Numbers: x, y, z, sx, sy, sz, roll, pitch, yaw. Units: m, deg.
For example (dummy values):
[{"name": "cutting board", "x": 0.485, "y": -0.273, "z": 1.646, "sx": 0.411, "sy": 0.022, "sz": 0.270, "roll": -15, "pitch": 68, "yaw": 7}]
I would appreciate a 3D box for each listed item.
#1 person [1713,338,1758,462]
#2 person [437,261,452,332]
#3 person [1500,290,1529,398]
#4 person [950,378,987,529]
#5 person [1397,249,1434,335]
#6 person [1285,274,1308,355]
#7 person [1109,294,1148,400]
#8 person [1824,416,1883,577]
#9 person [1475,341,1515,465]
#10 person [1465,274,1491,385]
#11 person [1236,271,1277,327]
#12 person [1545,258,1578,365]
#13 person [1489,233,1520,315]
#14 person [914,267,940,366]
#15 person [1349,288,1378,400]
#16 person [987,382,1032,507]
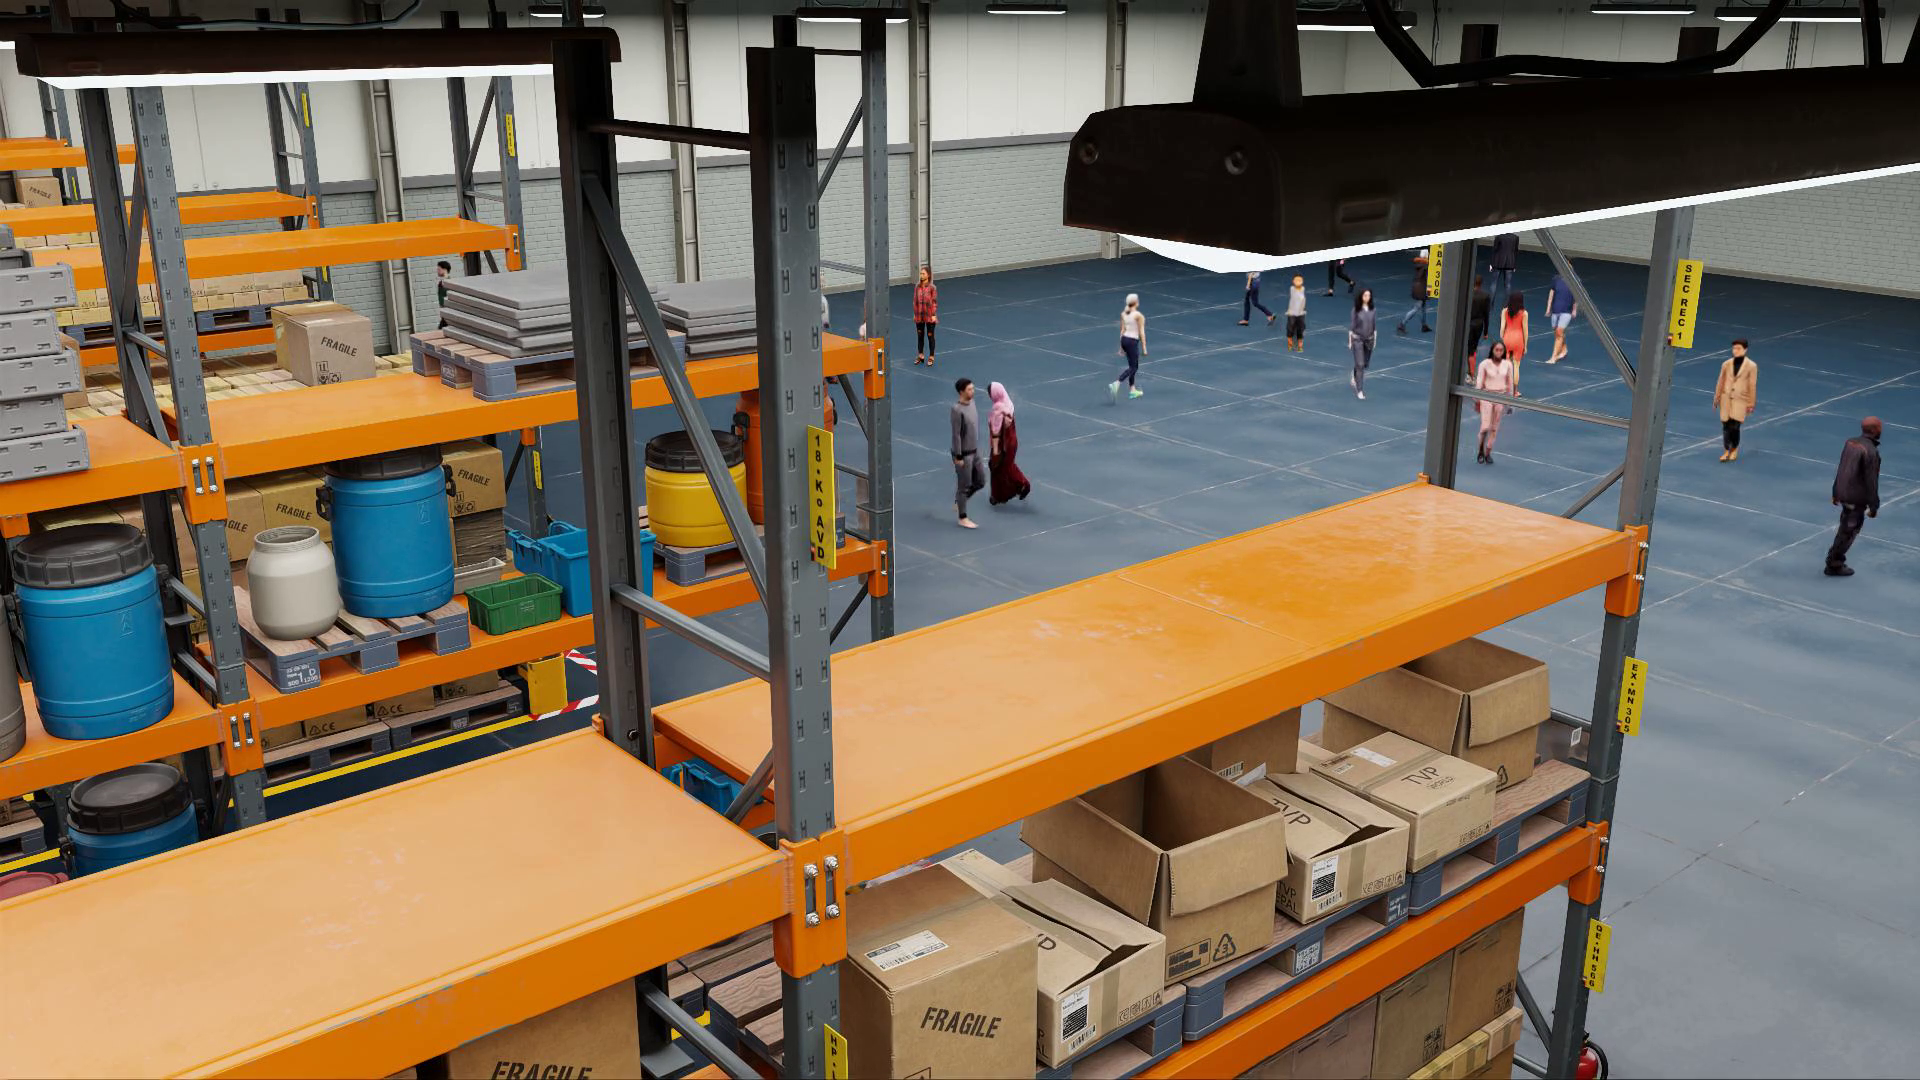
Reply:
[{"name": "person", "x": 10.683, "y": -1.928, "z": 22.824, "sx": 0.639, "sy": 1.716, "sz": 0.662, "roll": -14, "pitch": 23, "yaw": -37}, {"name": "person", "x": -8.565, "y": -3.789, "z": 28.326, "sx": 1.273, "sy": 1.847, "sz": 0.727, "roll": -17, "pitch": 24, "yaw": -41}, {"name": "person", "x": 8.804, "y": -3.123, "z": 26.489, "sx": 0.651, "sy": 1.719, "sz": 0.634, "roll": 10, "pitch": 21, "yaw": 29}, {"name": "person", "x": -0.002, "y": -1.061, "z": 19.981, "sx": 0.866, "sy": 1.827, "sz": 0.728, "roll": 10, "pitch": 20, "yaw": 27}, {"name": "person", "x": 8.631, "y": -4.671, "z": 31.431, "sx": 1.135, "sy": 1.602, "sz": 0.942, "roll": -3, "pitch": 18, "yaw": -10}, {"name": "person", "x": 6.076, "y": -4.166, "z": 30.153, "sx": 0.939, "sy": 1.434, "sz": 0.968, "roll": 0, "pitch": 18, "yaw": -1}, {"name": "person", "x": 2.637, "y": -3.015, "z": 26.220, "sx": 1.032, "sy": 1.680, "sz": 0.620, "roll": -14, "pitch": 22, "yaw": -36}, {"name": "person", "x": 9.688, "y": -0.474, "z": 18.209, "sx": 0.895, "sy": 1.808, "sz": 0.862, "roll": -1, "pitch": 18, "yaw": -4}, {"name": "person", "x": 7.263, "y": -1.890, "z": 22.722, "sx": 0.755, "sy": 1.707, "sz": 0.827, "roll": 0, "pitch": 18, "yaw": -1}, {"name": "person", "x": 8.483, "y": -3.452, "z": 27.397, "sx": 0.987, "sy": 1.782, "sz": 0.988, "roll": -2, "pitch": 18, "yaw": -7}, {"name": "person", "x": 5.752, "y": -4.922, "z": 32.047, "sx": 0.974, "sy": 1.698, "sz": 1.026, "roll": 6, "pitch": 19, "yaw": 17}, {"name": "person", "x": 10.550, "y": -4.000, "z": 29.039, "sx": 1.168, "sy": 1.807, "sz": 0.671, "roll": -17, "pitch": 24, "yaw": -41}, {"name": "person", "x": 9.871, "y": -5.006, "z": 30.326, "sx": 0.825, "sy": 1.784, "sz": 0.789, "roll": 2, "pitch": 18, "yaw": 7}, {"name": "person", "x": -0.591, "y": -3.898, "z": 28.896, "sx": 0.675, "sy": 1.703, "sz": 0.658, "roll": 11, "pitch": 21, "yaw": 29}, {"name": "person", "x": 6.401, "y": -3.166, "z": 26.599, "sx": 1.094, "sy": 1.732, "sz": 1.020, "roll": -3, "pitch": 18, "yaw": -8}, {"name": "person", "x": 0.608, "y": -1.191, "z": 20.724, "sx": 0.932, "sy": 1.615, "sz": 0.888, "roll": 11, "pitch": 21, "yaw": 31}]
